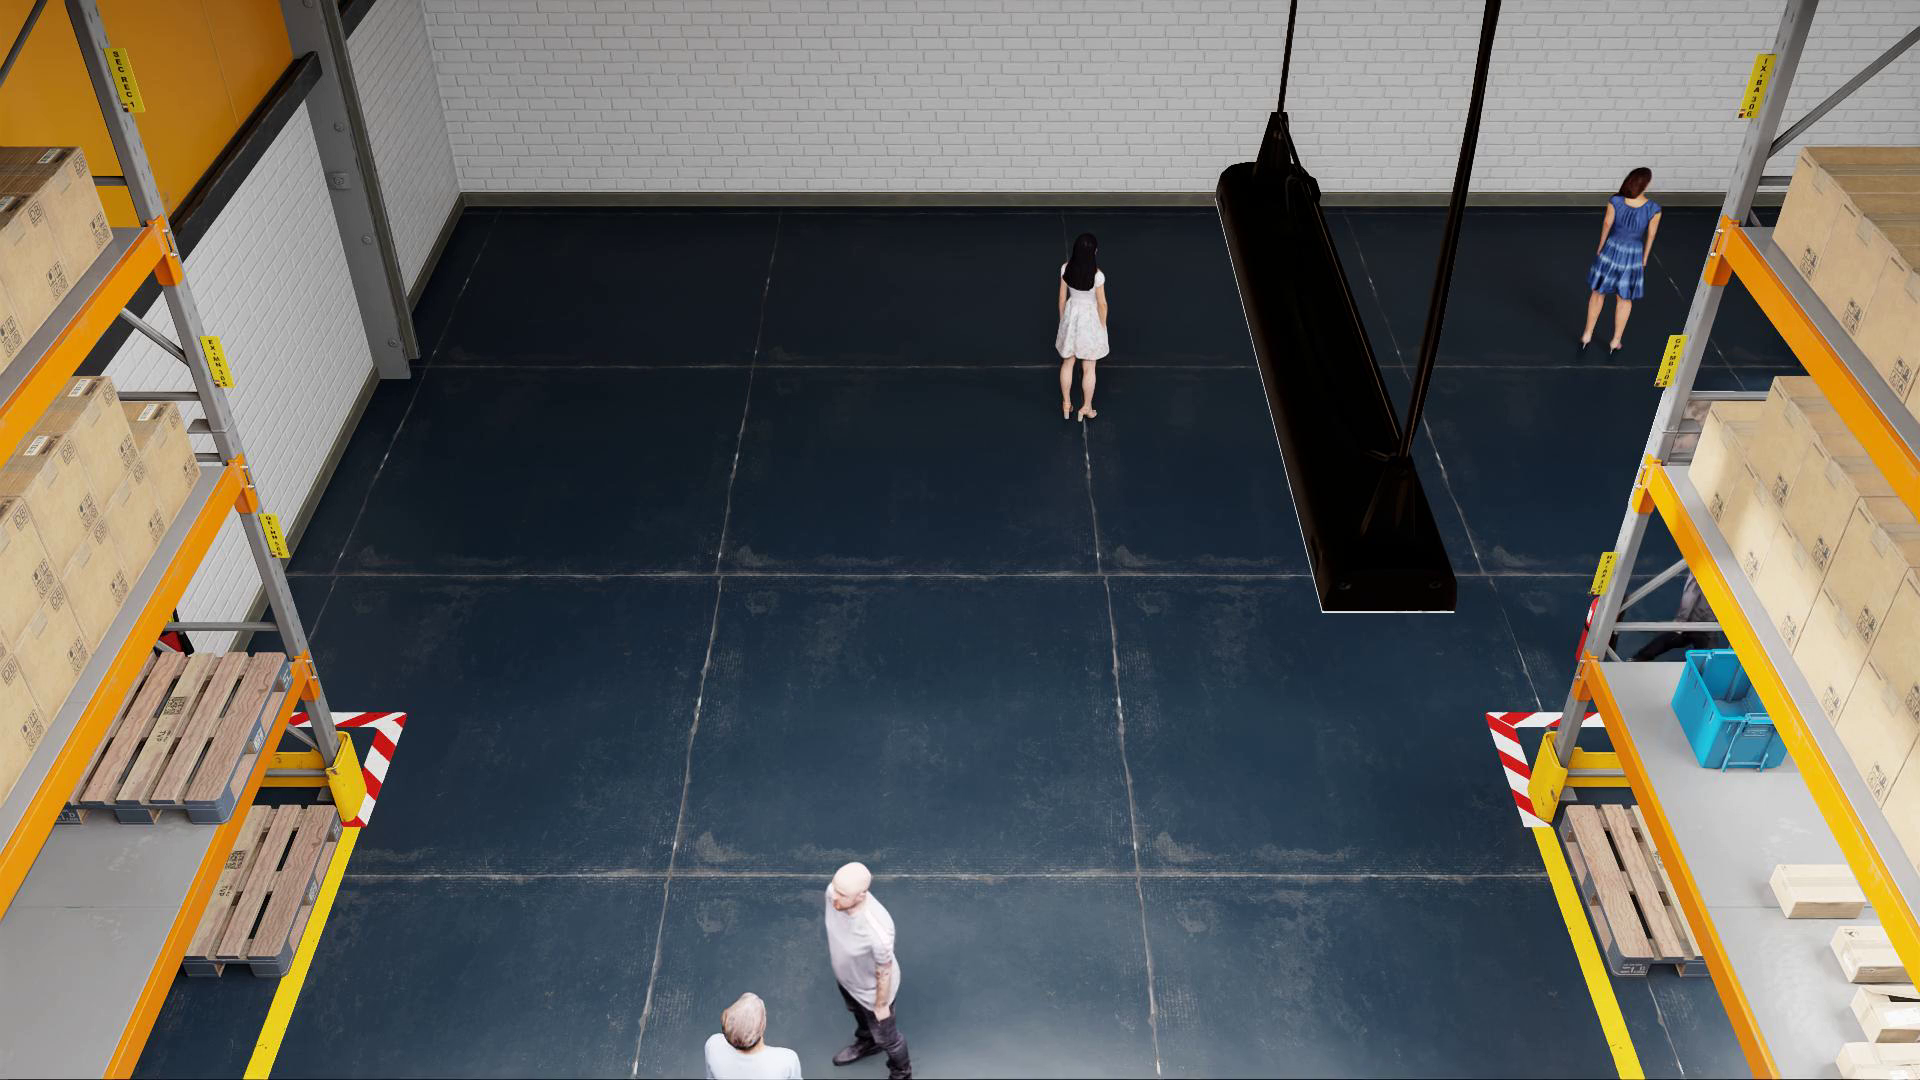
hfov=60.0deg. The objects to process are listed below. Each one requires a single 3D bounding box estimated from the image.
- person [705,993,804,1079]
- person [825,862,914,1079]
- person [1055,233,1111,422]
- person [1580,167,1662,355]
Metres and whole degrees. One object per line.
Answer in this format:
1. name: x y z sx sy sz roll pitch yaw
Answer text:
1. person: -0.973 2.871 8.212 0.706 1.894 0.662 9 39 11
2. person: -0.490 2.343 8.930 0.818 1.825 0.727 -25 45 -28
3. person: 1.037 -1.810 14.170 0.760 1.774 0.784 18 42 21
4. person: 5.976 -2.522 15.035 0.760 1.807 0.756 19 42 22
